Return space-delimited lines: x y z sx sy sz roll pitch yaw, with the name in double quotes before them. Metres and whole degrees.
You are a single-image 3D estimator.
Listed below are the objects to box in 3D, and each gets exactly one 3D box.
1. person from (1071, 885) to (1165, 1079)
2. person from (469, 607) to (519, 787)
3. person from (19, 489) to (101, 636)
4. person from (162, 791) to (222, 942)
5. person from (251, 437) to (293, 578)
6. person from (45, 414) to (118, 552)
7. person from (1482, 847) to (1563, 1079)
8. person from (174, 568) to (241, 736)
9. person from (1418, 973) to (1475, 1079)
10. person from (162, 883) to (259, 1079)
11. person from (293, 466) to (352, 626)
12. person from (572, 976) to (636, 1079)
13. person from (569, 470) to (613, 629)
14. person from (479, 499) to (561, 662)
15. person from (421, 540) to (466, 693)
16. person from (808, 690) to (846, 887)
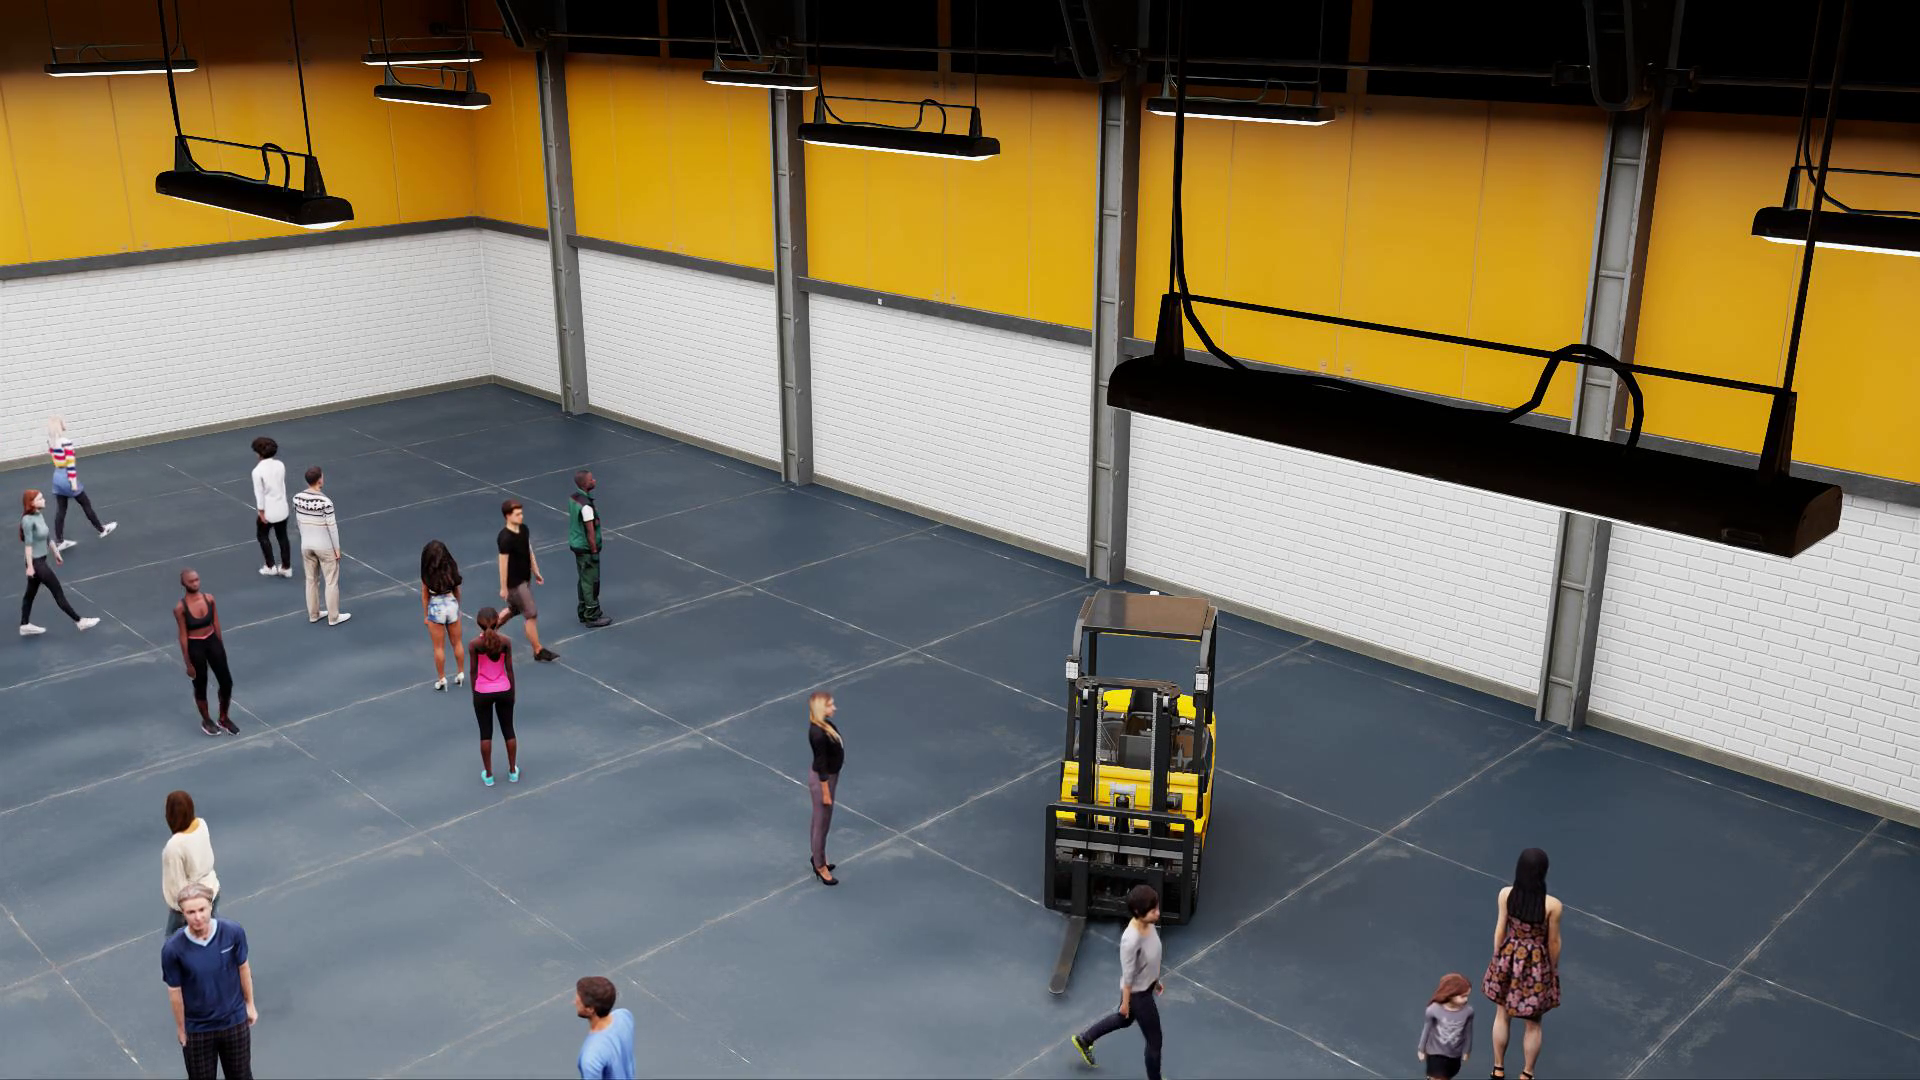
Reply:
"person" 1.110 2.962 11.049 1.100 1.519 0.833 7 20 20
"person" -4.291 1.425 15.291 0.629 1.724 0.657 -7 20 -20
"person" -10.445 0.296 18.691 1.035 1.695 1.113 -4 19 -12
"person" -5.436 2.573 11.967 0.772 1.671 0.737 4 19 12
"person" -8.452 -0.395 20.579 0.718 1.798 0.699 12 22 32
"person" -11.693 -0.723 21.597 1.089 1.770 0.931 10 21 27
"person" 3.726 2.845 10.994 0.704 1.775 0.805 10 21 27
"person" -7.464 1.081 16.285 0.731 1.742 0.656 15 23 37
"person" 3.149 3.264 10.824 0.759 1.090 0.821 0 19 1
"person" -4.680 2.988 10.420 0.704 1.871 0.620 -12 22 -32
"person" -7.384 0.070 19.122 0.696 1.848 0.817 5 19 14
"person" -1.945 3.310 9.490 0.770 1.853 0.762 6 20 17
"person" -4.287 0.084 19.095 0.802 1.838 0.617 -11 22 -29
"person" -4.893 0.434 18.063 1.282 1.833 1.114 3 19 9
"person" -5.388 0.789 17.347 0.554 1.619 0.569 -16 25 -40
"person" -1.137 2.012 13.635 0.738 1.668 0.663 -1 19 -4
